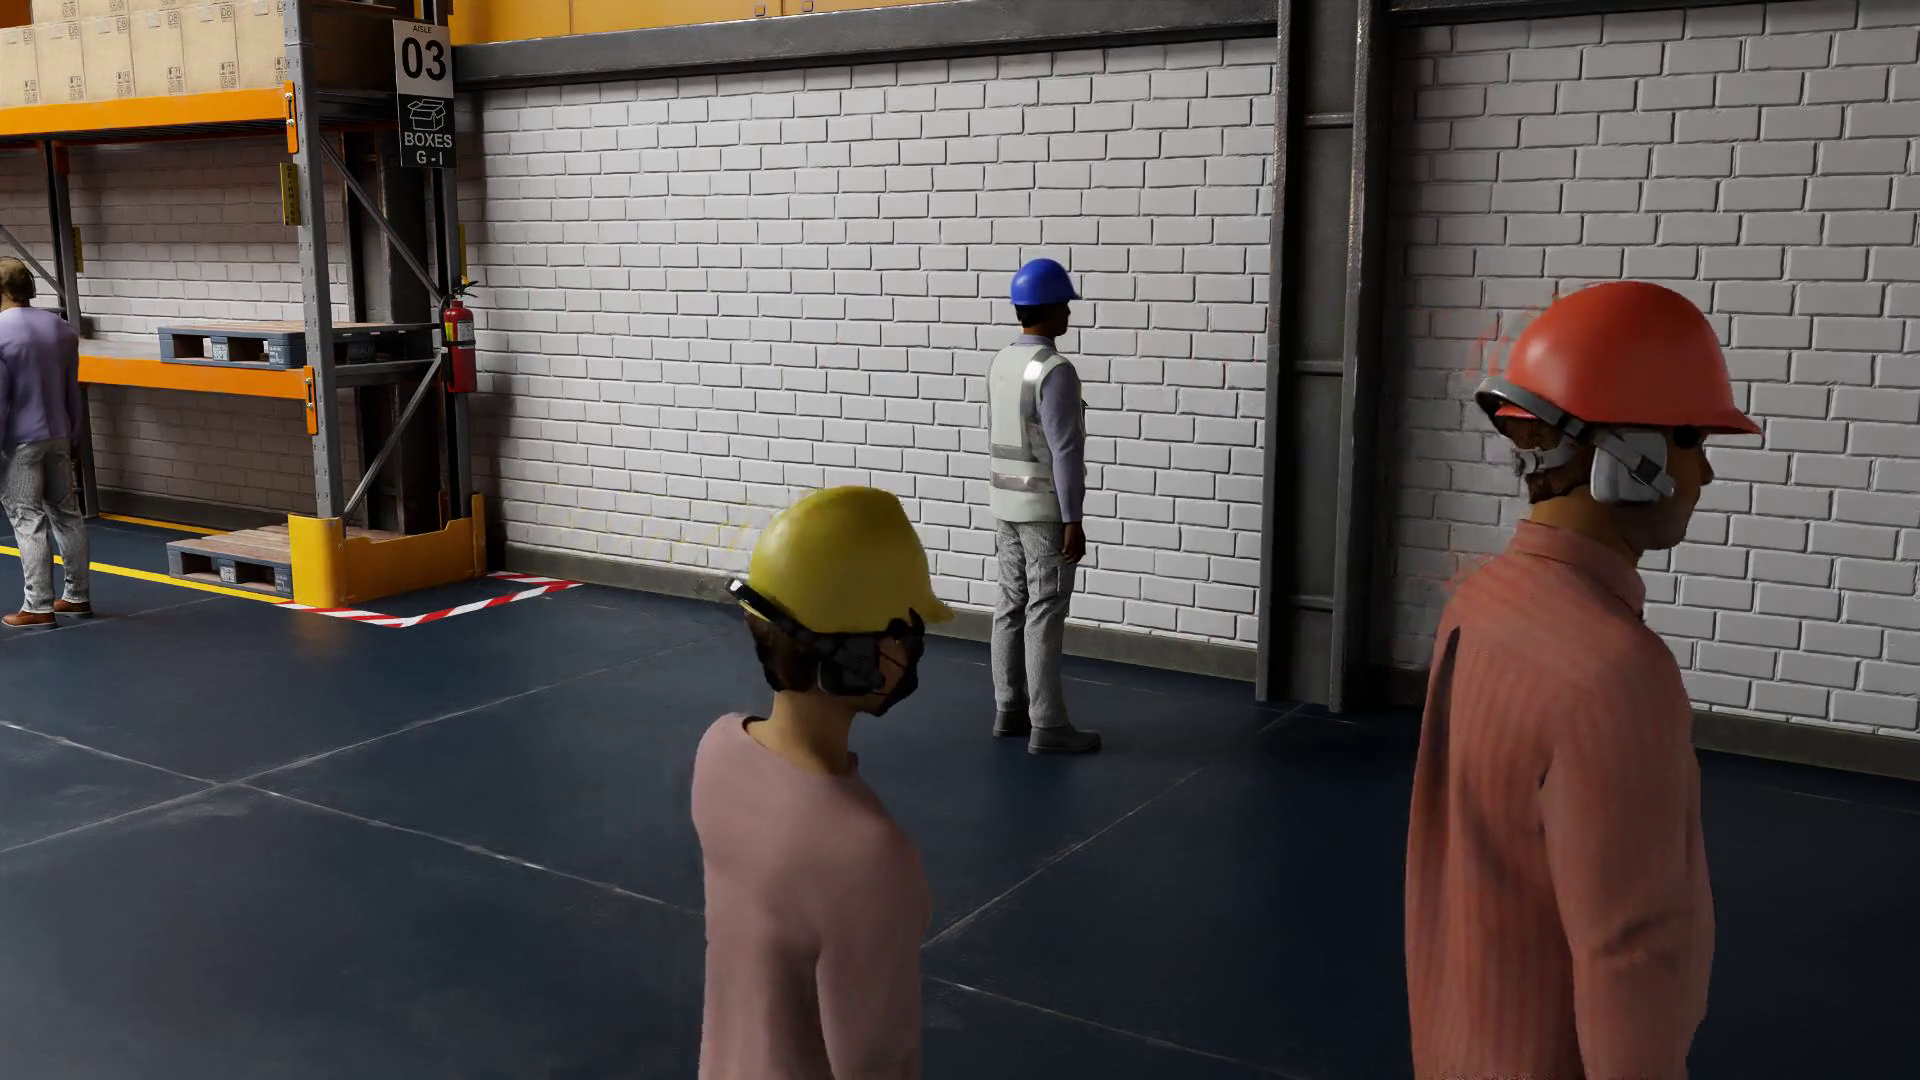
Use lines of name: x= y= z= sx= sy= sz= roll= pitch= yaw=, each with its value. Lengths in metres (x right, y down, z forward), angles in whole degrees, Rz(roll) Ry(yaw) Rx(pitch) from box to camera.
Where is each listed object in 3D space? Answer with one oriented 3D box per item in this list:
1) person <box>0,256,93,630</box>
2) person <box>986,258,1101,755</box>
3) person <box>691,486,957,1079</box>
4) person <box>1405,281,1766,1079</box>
person: x=-4.841 y=-0.497 z=8.671 sx=0.350 sy=1.936 sz=0.635 roll=3 pitch=11 yaw=15
person: x=0.311 y=-0.128 z=6.592 sx=0.380 sy=1.951 sz=0.605 roll=-5 pitch=11 yaw=-27
person: x=-0.233 y=0.788 z=2.111 sx=0.828 sy=1.734 sz=0.533 roll=-7 pitch=12 yaw=-34
person: x=0.707 y=0.670 z=2.091 sx=0.772 sy=1.974 sz=0.649 roll=1 pitch=10 yaw=7
